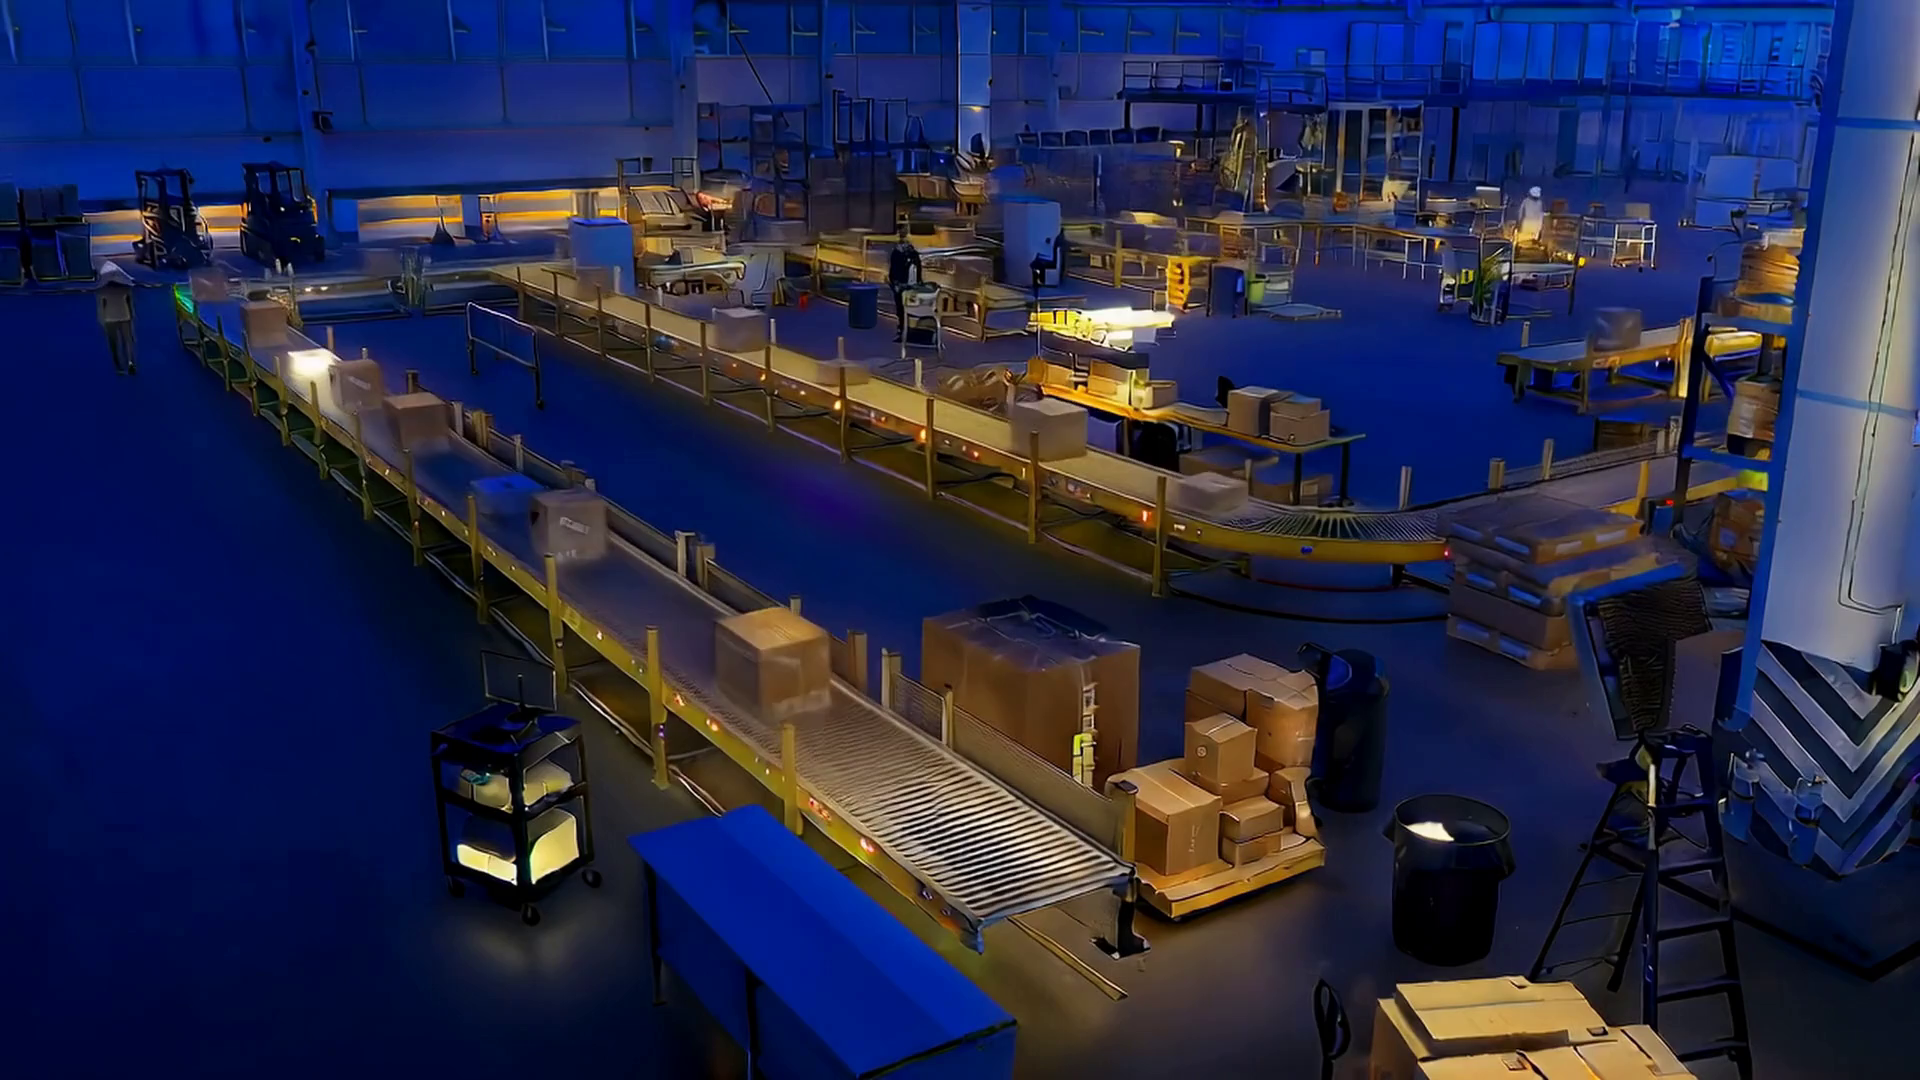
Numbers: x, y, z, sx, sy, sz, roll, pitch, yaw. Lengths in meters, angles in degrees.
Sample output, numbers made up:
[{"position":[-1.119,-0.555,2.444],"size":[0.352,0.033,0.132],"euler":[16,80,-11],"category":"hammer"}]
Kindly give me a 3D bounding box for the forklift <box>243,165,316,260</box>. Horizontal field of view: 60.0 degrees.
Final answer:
[{"position":[-15.898,-7.669,38.708],"size":[1.157,1.987,2.680],"euler":[-11,20,-33],"category":"forklift"}]

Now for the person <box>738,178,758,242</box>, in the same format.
[{"position":[-4.826,-7.128,37.420],"size":[0.846,2.005,0.642],"euler":[-10,20,-31],"category":"person"}]

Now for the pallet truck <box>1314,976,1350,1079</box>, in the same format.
[{"position":[2.299,2.390,7.086],"size":[1.601,1.201,0.680],"euler":[-2,17,-7],"category":"pallet truck"}]

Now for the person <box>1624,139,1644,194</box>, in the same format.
[{"position":[22.550,-12.412,55.316],"size":[0.803,1.817,0.538],"euler":[4,17,13],"category":"person"}]

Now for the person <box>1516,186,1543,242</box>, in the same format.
[{"position":[12.972,-7.187,37.977],"size":[0.626,1.801,0.700],"euler":[-4,17,-14],"category":"person"}]

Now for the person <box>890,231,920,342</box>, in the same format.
[{"position":[-0.950,-4.254,28.059],"size":[0.399,1.897,0.642],"euler":[-16,23,-42],"category":"person"}]

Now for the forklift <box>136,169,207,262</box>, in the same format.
[{"position":[-17.842,-7.318,37.559],"size":[1.157,1.987,2.680],"euler":[-10,20,-31],"category":"forklift"}]

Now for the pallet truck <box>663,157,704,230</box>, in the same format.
[{"position":[-7.586,-9.308,44.692],"size":[0.823,1.965,1.885],"euler":[-11,20,-33],"category":"pallet truck"}]

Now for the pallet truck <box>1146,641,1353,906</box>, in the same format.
[{"position":[1.664,1.407,10.232],"size":[1.630,1.274,0.653],"euler":[-10,20,-31],"category":"pallet truck"}]

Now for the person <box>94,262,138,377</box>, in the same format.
[{"position":[-12.775,-3.333,25.214],"size":[0.547,1.752,0.436],"euler":[-10,19,-29],"category":"person"}]

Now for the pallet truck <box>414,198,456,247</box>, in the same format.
[{"position":[-13.250,-8.060,41.856],"size":[0.680,1.201,1.601],"euler":[-10,20,-31],"category":"pallet truck"}]

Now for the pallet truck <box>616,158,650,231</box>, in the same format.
[{"position":[-8.918,-9.176,44.255],"size":[0.823,1.965,1.885],"euler":[-9,19,-27],"category":"pallet truck"}]

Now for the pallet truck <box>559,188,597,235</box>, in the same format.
[{"position":[-10.010,-8.652,43.699],"size":[0.653,1.274,1.630],"euler":[-10,20,-31],"category":"pallet truck"}]

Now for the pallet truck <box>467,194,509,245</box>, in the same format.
[{"position":[-11.983,-8.177,42.137],"size":[0.704,1.261,1.522],"euler":[-11,20,-33],"category":"pallet truck"}]
